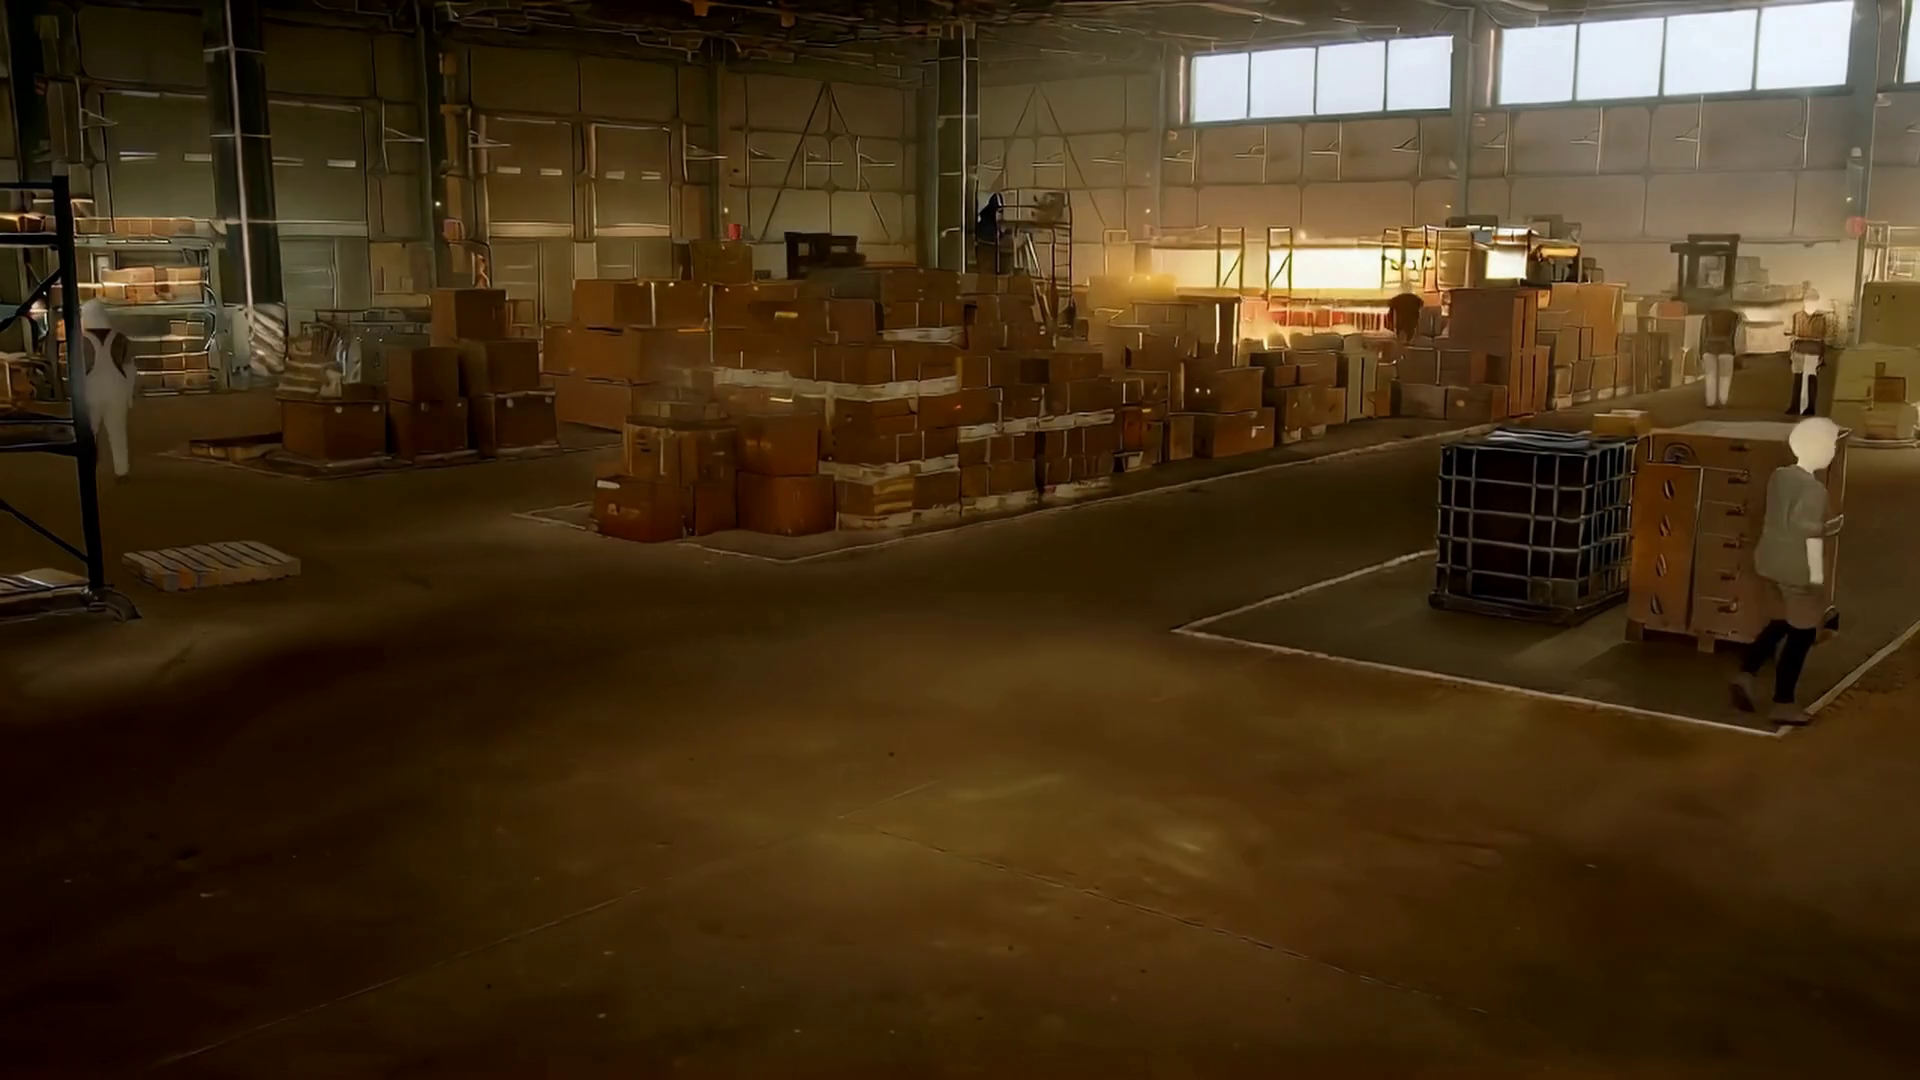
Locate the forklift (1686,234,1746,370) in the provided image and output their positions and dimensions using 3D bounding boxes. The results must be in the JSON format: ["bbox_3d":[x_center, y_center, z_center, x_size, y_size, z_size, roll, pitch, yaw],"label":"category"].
[{"bbox_3d":[15.319,-4.851,34.010,1.129,2.768,1.873,8,13,40],"label":"forklift"}]

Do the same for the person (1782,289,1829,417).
[{"bbox_3d":[12.801,-2.826,25.164,0.356,1.936,0.551,-6,12,-33],"label":"person"}]

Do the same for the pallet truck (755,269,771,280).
[{"bbox_3d":[-4.996,-6.432,45.525,1.885,1.965,0.823,-6,12,-32],"label":"pallet truck"}]

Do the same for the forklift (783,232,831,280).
[{"bbox_3d":[-2.817,-4.293,30.833,1.873,2.768,1.129,8,13,40],"label":"forklift"}]

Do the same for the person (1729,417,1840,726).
[{"bbox_3d":[4.366,0.169,8.839,0.390,1.674,0.603,-2,10,-10],"label":"person"}]

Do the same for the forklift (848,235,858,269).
[{"bbox_3d":[-2.797,-5.560,38.047,1.129,2.768,1.873,4,11,23],"label":"forklift"}]

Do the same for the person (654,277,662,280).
[{"bbox_3d":[-6.520,-4.724,36.019,0.636,1.928,0.385,-5,11,-26],"label":"person"}]

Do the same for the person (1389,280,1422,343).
[{"bbox_3d":[8.777,-4.116,32.567,0.605,1.919,0.638,-9,13,-40],"label":"person"}]

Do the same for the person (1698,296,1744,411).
[{"bbox_3d":[11.981,-2.938,26.253,0.627,1.796,0.957,4,11,21],"label":"person"}]

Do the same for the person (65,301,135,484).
[{"bbox_3d":[-9.335,-1.631,18.069,0.693,2.000,1.037,-9,13,-42],"label":"person"}]
